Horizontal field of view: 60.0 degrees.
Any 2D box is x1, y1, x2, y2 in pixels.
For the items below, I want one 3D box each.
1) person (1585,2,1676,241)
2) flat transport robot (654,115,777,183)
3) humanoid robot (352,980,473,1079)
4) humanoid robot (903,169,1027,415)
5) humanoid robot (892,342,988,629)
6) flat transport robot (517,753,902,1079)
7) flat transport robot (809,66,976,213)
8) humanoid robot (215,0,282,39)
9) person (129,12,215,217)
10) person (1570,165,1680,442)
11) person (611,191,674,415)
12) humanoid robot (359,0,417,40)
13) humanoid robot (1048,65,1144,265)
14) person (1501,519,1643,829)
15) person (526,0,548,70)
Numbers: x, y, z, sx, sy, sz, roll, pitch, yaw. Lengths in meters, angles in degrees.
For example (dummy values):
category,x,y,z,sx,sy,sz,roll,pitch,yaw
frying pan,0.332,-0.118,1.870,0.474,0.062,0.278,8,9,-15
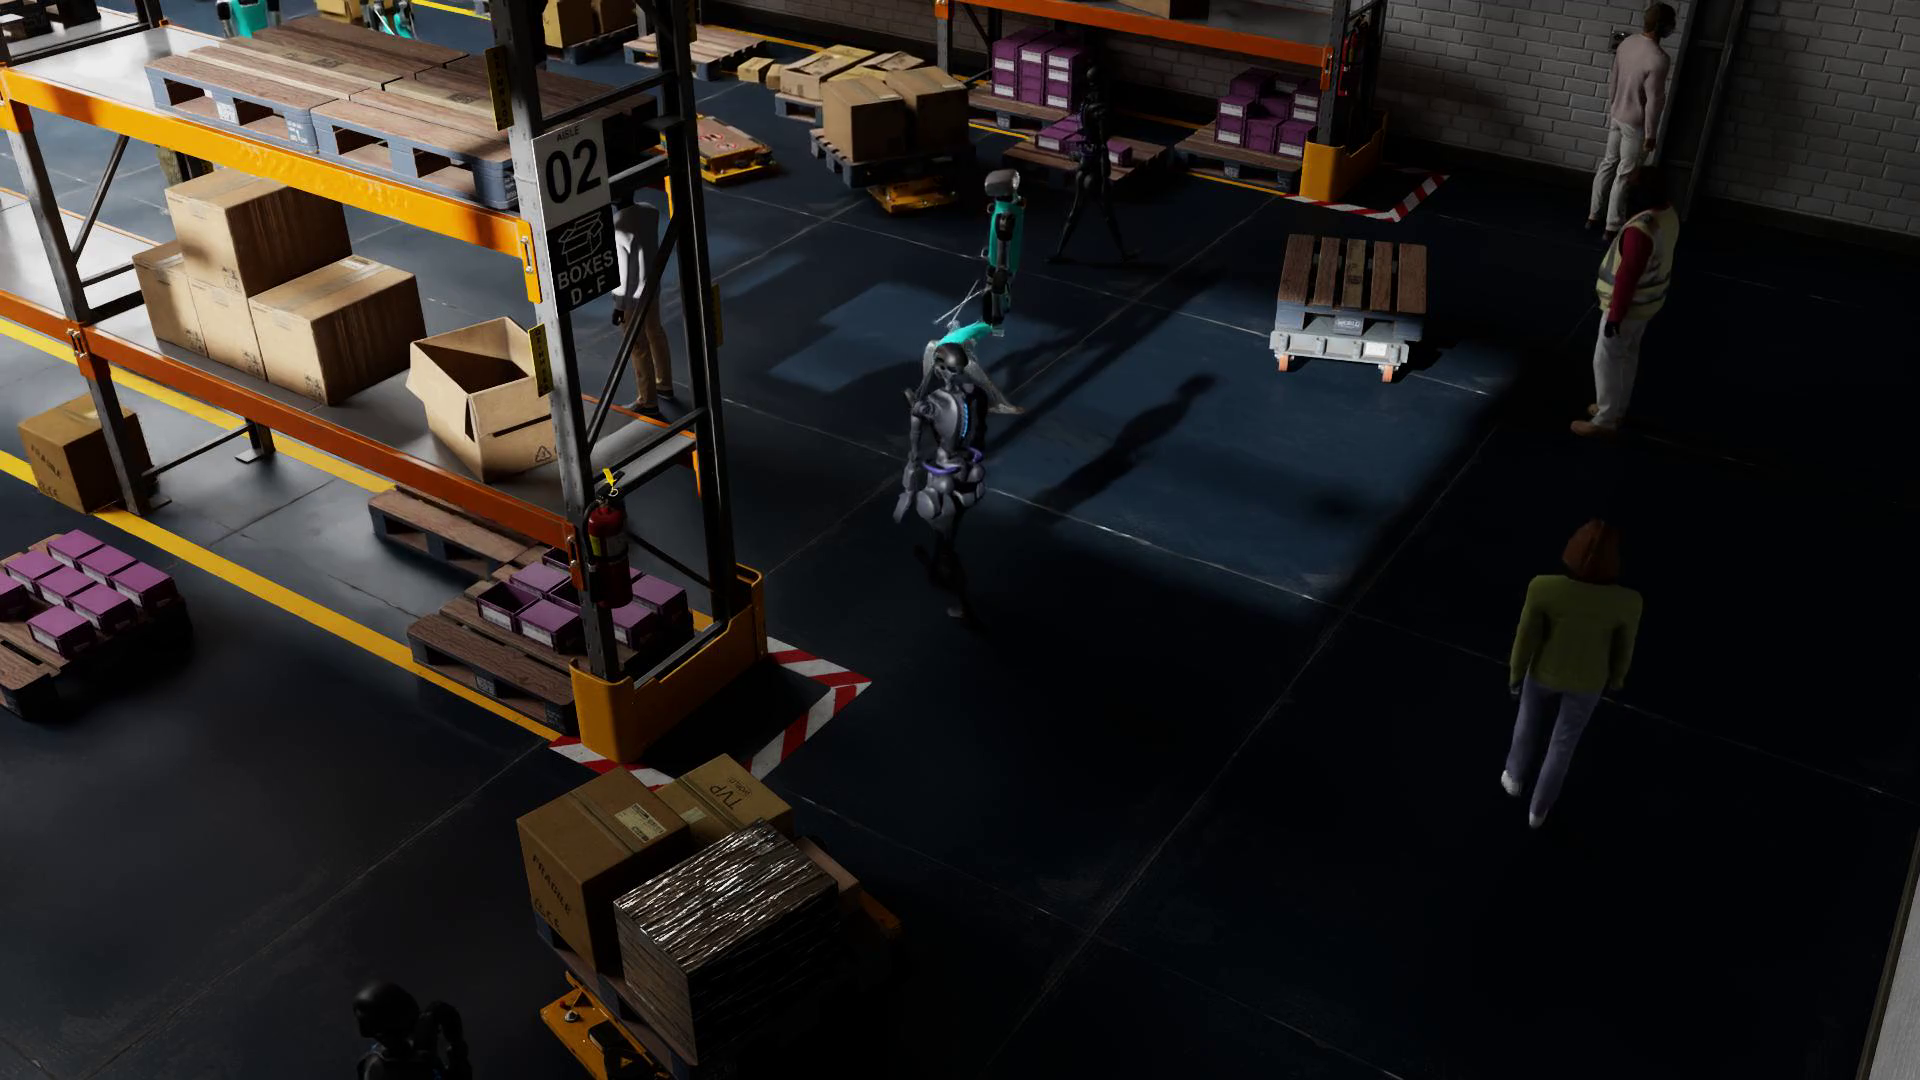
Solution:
category,x,y,z,sx,sy,sz,roll,pitch,yaw
person,5.500,-3.407,13.580,0.357,1.937,0.636,-6,34,-10
flat transport robot,-2.359,-3.670,15.514,0.659,0.231,1.431,-22,39,-30
humanoid robot,-1.763,2.026,5.484,0.612,1.637,0.599,13,35,18
humanoid robot,-0.029,-1.589,10.991,0.921,1.785,0.544,4,33,6
humanoid robot,-0.116,-0.338,9.130,0.605,1.634,0.744,-25,41,-33
flat transport robot,-0.999,1.806,7.097,1.431,0.231,0.659,-26,41,-34
flat transport robot,-0.600,-3.306,14.955,0.659,0.231,1.431,-14,36,-21
humanoid robot,-6.075,-4.028,14.740,0.543,1.781,0.938,-20,38,-28
person,-6.635,-3.565,14.007,0.487,1.736,0.567,1,33,1
person,4.339,-1.529,10.803,0.432,1.829,0.661,22,39,30
person,-2.180,-1.670,11.080,0.339,1.747,0.569,11,35,16
humanoid robot,-5.516,-5.063,16.325,0.537,1.800,0.807,-25,41,-33
humanoid robot,1.084,-2.961,13.177,0.780,1.627,0.600,-6,34,-9
person,2.809,0.611,7.691,0.508,1.618,0.466,15,36,21
person,-3.896,-4.356,15.041,0.470,1.943,0.495,8,34,12
